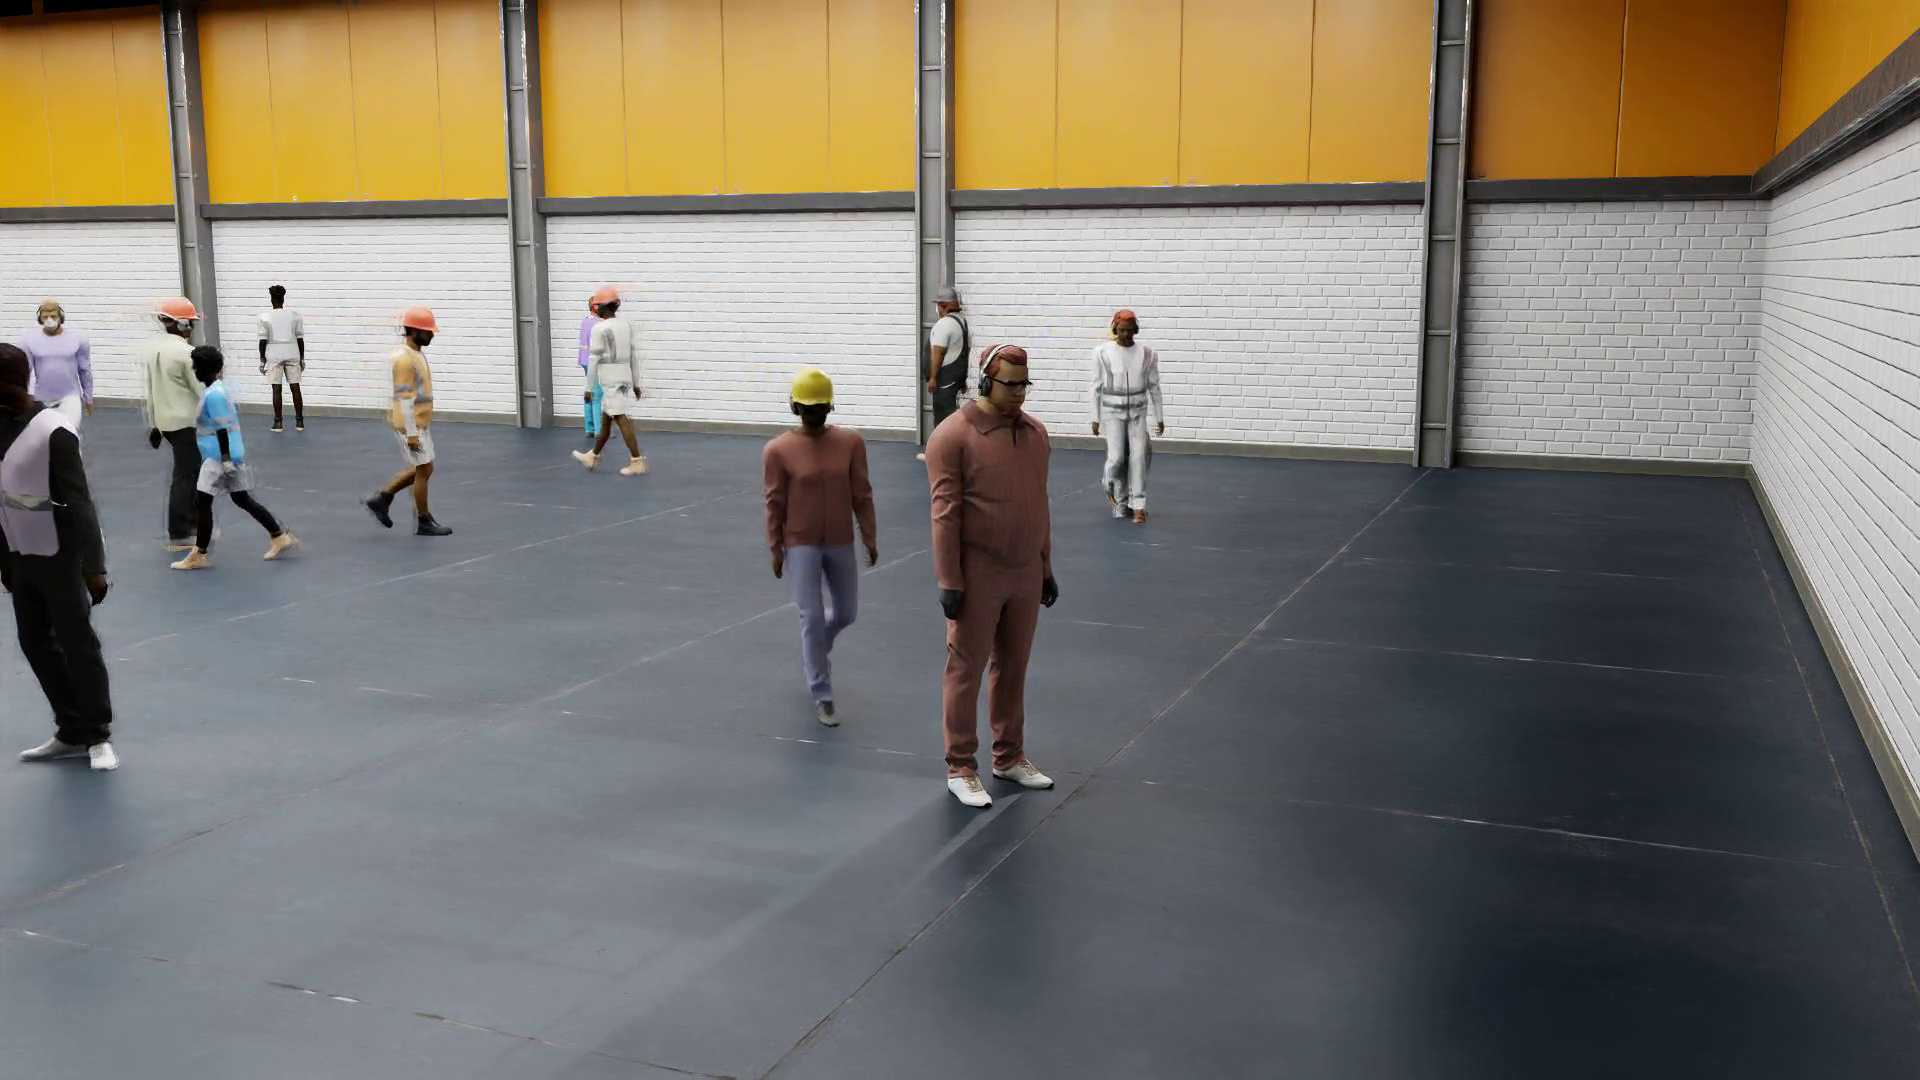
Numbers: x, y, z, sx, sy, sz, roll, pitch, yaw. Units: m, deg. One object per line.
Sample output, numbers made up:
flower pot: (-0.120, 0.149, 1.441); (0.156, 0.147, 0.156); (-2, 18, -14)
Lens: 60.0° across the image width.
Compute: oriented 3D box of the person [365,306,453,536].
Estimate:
person: (-4.515, -0.954, 13.546); (0.655, 1.901, 0.563); (0, 9, -3)

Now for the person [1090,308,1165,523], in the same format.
person: (1.448, -1.098, 14.535); (0.647, 1.865, 0.616); (-1, 9, -5)

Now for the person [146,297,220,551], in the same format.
person: (-6.003, -0.909, 13.049); (0.631, 1.969, 0.674); (8, 12, 39)

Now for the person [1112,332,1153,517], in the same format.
person: (1.478, -1.053, 14.726); (0.420, 1.702, 0.542); (-8, 12, -40)

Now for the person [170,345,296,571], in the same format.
person: (-5.400, -0.624, 12.306); (0.836, 1.649, 0.538); (-4, 10, -20)

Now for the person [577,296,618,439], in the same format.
person: (-4.695, -2.215, 21.369); (0.396, 1.841, 0.565); (-6, 11, -34)

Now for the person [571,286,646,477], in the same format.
person: (-3.754, -1.670, 17.589); (1.049, 1.990, 0.636); (4, 10, 24)

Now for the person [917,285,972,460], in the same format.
person: (-0.065, -1.878, 18.725); (0.882, 2.000, 0.677); (3, 10, 18)

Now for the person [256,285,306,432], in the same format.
person: (-9.098, -2.436, 22.324); (0.600, 1.967, 0.368); (-6, 11, -32)

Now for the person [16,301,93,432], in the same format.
person: (-8.795, -1.378, 16.202); (0.649, 1.892, 1.025); (-4, 10, -23)

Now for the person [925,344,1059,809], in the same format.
person: (0.167, 0.139, 6.927); (0.639, 1.902, 0.407); (-8, 13, -42)

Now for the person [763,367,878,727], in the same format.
person: (-0.717, 0.005, 8.217); (0.563, 1.736, 0.673); (-4, 10, -23)

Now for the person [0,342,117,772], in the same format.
person: (-3.990, 0.082, 7.310); (0.709, 1.896, 0.410); (5, 11, 30)
